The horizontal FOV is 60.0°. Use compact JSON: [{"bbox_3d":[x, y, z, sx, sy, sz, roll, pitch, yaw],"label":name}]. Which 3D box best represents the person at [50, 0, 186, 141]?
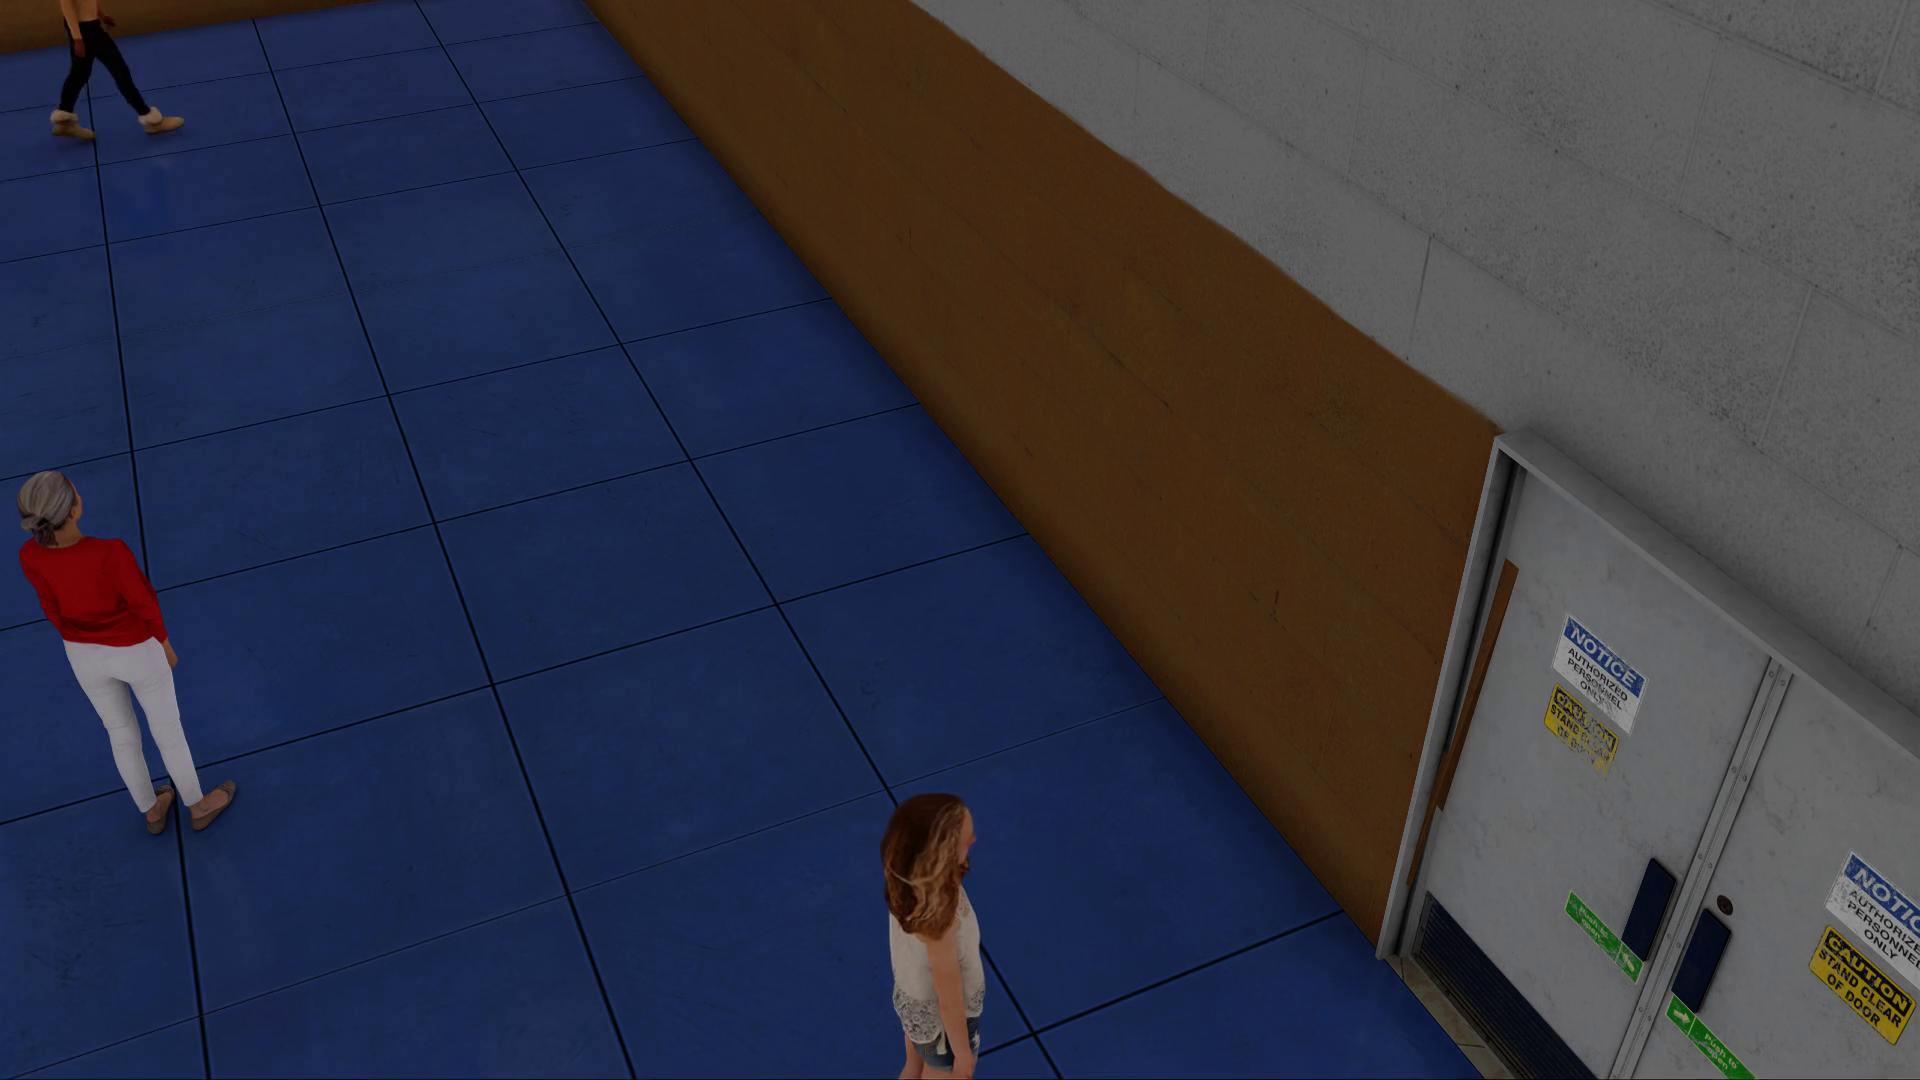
[{"bbox_3d":[-6.187,-3.546,11.590,1.095,1.627,0.597,-17,40,-21],"label":"person"}]

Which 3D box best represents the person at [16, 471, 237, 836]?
[{"bbox_3d":[-3.149,0.441,6.223,0.594,1.694,0.686,-1,37,-2],"label":"person"}]

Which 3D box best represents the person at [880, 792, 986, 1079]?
[{"bbox_3d":[-0.087,1.398,4.895,0.558,1.757,0.600,-9,38,-12],"label":"person"}]
